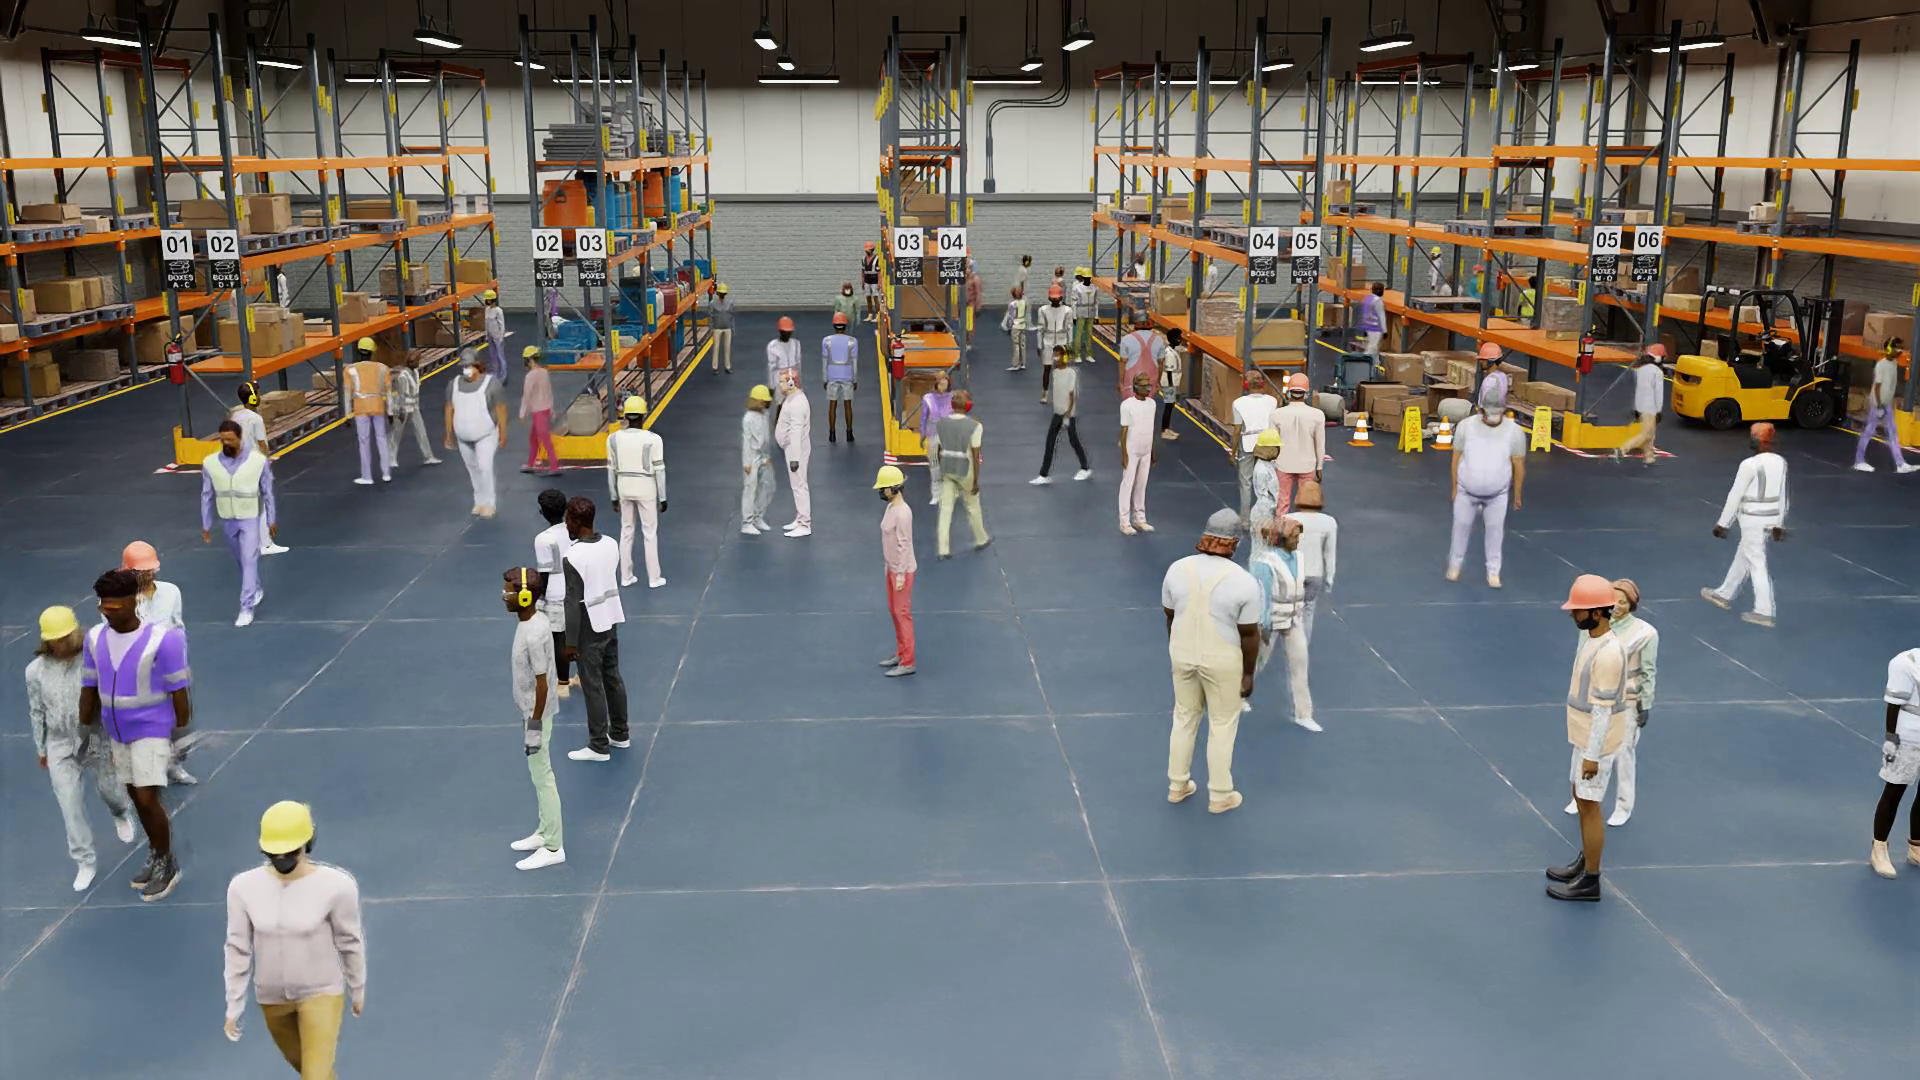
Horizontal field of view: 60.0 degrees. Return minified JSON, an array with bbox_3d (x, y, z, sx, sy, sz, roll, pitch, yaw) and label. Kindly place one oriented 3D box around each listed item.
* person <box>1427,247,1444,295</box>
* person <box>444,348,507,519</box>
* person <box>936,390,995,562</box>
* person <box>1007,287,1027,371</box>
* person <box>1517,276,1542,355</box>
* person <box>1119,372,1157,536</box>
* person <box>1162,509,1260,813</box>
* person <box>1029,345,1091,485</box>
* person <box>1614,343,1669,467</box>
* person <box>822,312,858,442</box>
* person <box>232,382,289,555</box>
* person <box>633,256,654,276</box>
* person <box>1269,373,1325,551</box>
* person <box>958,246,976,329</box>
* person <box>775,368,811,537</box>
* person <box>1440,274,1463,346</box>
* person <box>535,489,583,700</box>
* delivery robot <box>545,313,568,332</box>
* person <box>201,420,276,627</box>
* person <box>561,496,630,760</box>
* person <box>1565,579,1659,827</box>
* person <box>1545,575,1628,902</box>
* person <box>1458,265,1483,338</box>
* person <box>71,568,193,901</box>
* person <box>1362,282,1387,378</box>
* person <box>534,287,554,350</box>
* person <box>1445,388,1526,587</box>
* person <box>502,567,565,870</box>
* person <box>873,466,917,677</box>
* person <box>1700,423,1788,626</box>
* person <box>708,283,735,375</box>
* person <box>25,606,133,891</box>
[{"bbox_3d":[12.226,-6.621,42.787,0.403,1.828,0.597,6,14,22],"label":"person"},{"bbox_3d":[-5.757,-1.269,19.643,0.696,2.000,0.757,3,14,11],"label":"person"},{"bbox_3d":[0.032,-0.710,17.789,0.575,1.795,0.949,7,15,27],"label":"person"},{"bbox_3d":[1.121,-4.146,32.688,0.310,1.642,0.514,11,17,38],"label":"person"},{"bbox_3d":[12.092,-4.752,35.227,0.540,1.661,0.851,3,14,11],"label":"person"},{"bbox_3d":[2.024,-0.984,18.853,0.505,1.847,0.349,-10,16,-35],"label":"person"},{"bbox_3d":[1.686,0.771,11.000,0.691,2.000,0.535,10,16,35],"label":"person"},{"bbox_3d":[1.371,-1.636,21.688,0.970,1.826,0.536,-10,16,-36],"label":"person"},{"bbox_3d":[9.327,-1.821,22.669,0.703,1.726,0.566,-1,13,-3],"label":"person"},{"bbox_3d":[-1.782,-2.424,24.785,0.538,1.929,0.383,0,13,-2],"label":"person"},{"bbox_3d":[-7.570,-0.772,17.903,0.513,1.872,0.328,8,15,30],"label":"person"},{"bbox_3d":[-7.846,-6.235,41.306,0.561,1.748,0.334,-5,14,-21],"label":"person"},{"bbox_3d":[3.555,-0.773,17.641,0.608,1.995,0.377,2,13,7],"label":"person"},{"bbox_3d":[0.072,-6.079,40.095,0.670,2.020,0.469,-4,14,-15],"label":"person"},{"bbox_3d":[-1.886,-0.993,18.793,0.394,1.899,0.642,-2,13,-7],"label":"person"},{"bbox_3d":[10.901,-5.137,37.005,0.524,1.587,0.876,1,13,2],"label":"person"},{"bbox_3d":[-3.166,0.429,13.197,0.319,1.692,0.533,7,15,26],"label":"person"},{"bbox_3d":[-9.323,-4.995,38.410,0.477,0.478,0.707,-10,16,-36],"label":"delivery robot"},{"bbox_3d":[-6.724,-0.207,15.539,0.606,1.878,1.021,-1,13,-5],"label":"person"},{"bbox_3d":[-2.612,0.629,11.896,0.397,1.910,0.587,5,14,19],"label":"person"},{"bbox_3d":[4.222,1.039,10.753,0.314,1.632,0.524,-12,18,-42],"label":"person"},{"bbox_3d":[3.644,1.145,9.679,0.391,1.922,0.553,3,14,13],"label":"person"},{"bbox_3d":[11.743,-5.408,37.884,0.599,1.702,0.891,-4,14,-18],"label":"person"},{"bbox_3d":[-4.859,1.134,9.664,0.622,1.948,0.597,4,14,15],"label":"person"},{"bbox_3d":[7.934,-3.994,31.655,0.530,1.824,0.675,-2,13,-8],"label":"person"},{"bbox_3d":[-8.989,-4.949,35.882,0.485,1.739,0.304,7,15,28],"label":"person"},{"bbox_3d":[5.245,-0.546,16.580,0.735,2.000,0.569,4,14,16],"label":"person"},{"bbox_3d":[-2.604,1.069,10.105,0.328,1.872,0.514,-4,14,-18],"label":"person"},{"bbox_3d":[-0.539,0.248,13.833,0.342,1.756,0.534,-4,14,-15],"label":"person"},{"bbox_3d":[7.266,-0.180,15.452,0.579,1.848,0.917,-8,16,-31],"label":"person"},{"bbox_3d":[-4.595,-4.081,32.148,0.533,1.765,0.330,-7,15,-26],"label":"person"},{"bbox_3d":[-5.251,1.179,9.956,0.500,1.718,0.627,-5,14,-19],"label":"person"}]
